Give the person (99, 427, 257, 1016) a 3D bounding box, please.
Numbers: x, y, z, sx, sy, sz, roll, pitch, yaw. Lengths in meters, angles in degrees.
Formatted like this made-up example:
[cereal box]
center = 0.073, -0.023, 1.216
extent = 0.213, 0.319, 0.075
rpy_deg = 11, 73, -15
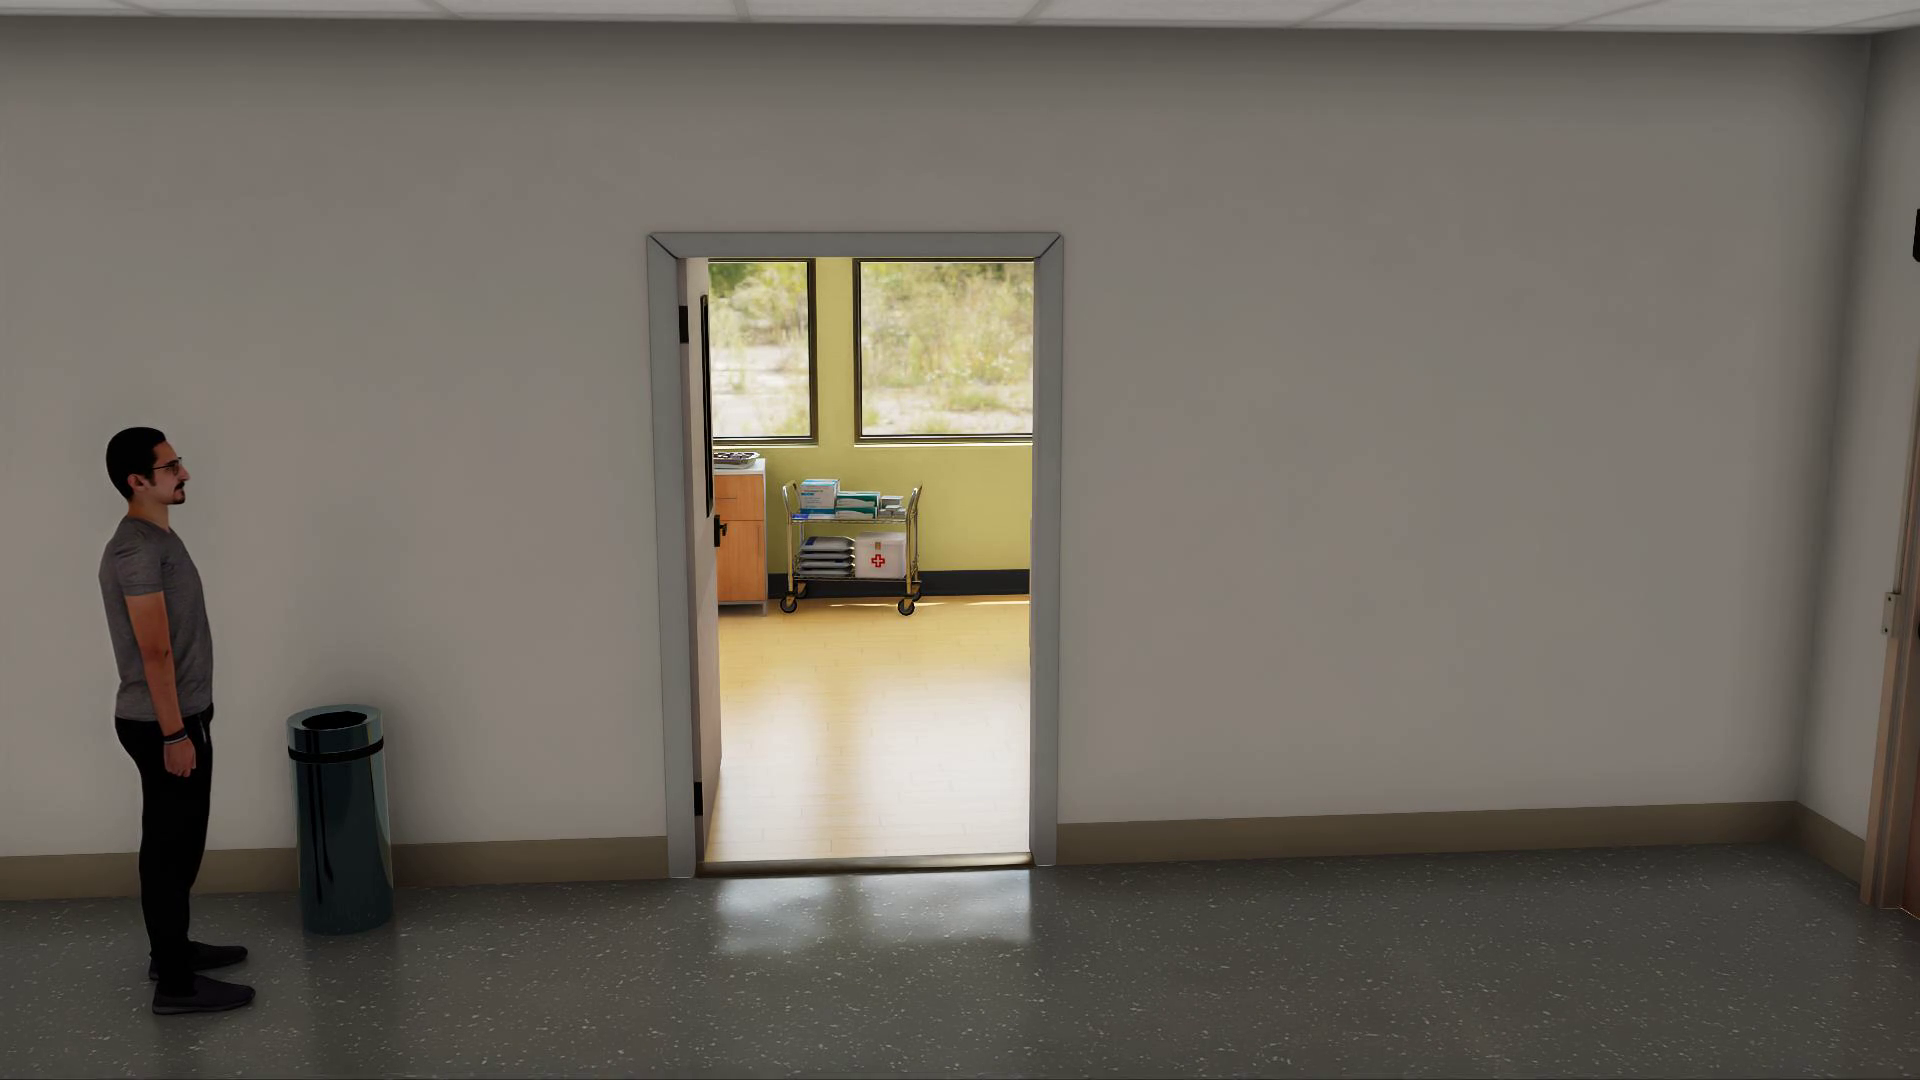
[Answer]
[person]
center = -2.399, 0.526, 5.019
extent = 0.664, 1.755, 0.691
rpy_deg = -5, 12, -26
